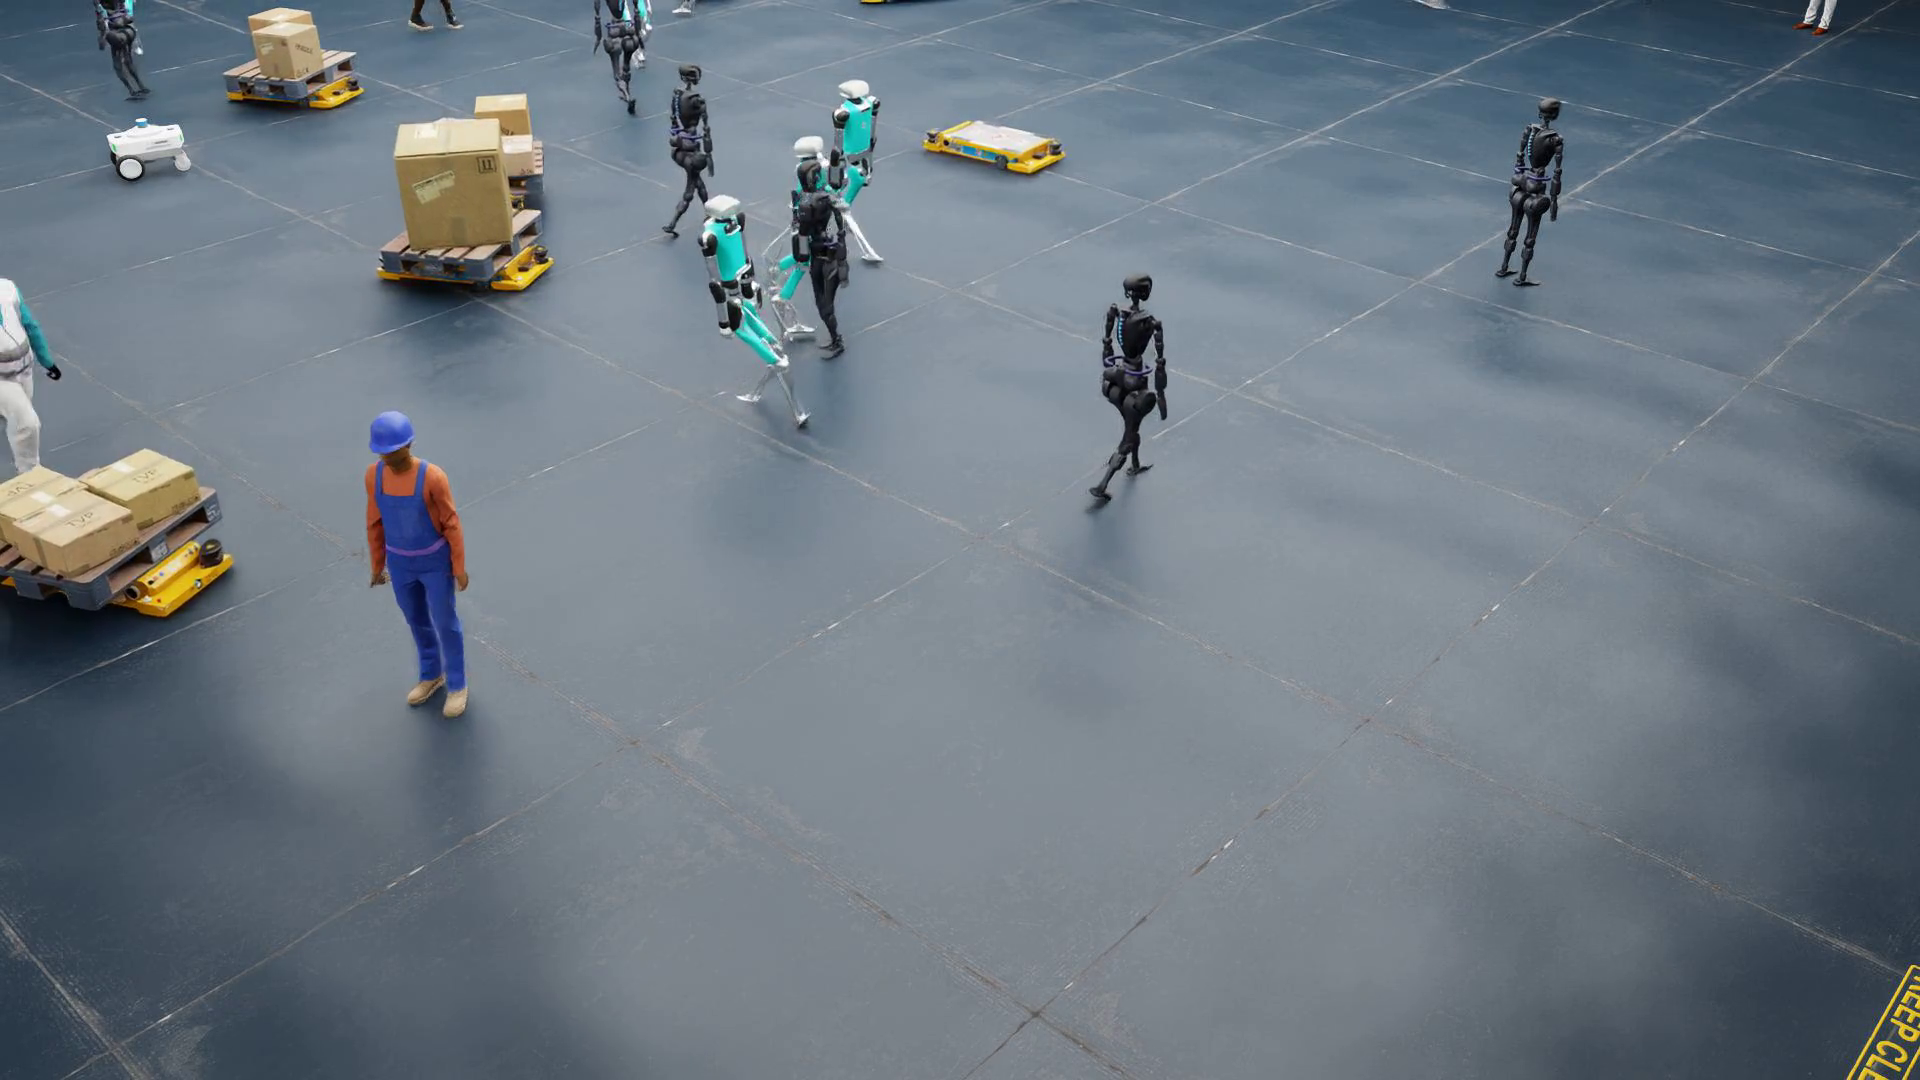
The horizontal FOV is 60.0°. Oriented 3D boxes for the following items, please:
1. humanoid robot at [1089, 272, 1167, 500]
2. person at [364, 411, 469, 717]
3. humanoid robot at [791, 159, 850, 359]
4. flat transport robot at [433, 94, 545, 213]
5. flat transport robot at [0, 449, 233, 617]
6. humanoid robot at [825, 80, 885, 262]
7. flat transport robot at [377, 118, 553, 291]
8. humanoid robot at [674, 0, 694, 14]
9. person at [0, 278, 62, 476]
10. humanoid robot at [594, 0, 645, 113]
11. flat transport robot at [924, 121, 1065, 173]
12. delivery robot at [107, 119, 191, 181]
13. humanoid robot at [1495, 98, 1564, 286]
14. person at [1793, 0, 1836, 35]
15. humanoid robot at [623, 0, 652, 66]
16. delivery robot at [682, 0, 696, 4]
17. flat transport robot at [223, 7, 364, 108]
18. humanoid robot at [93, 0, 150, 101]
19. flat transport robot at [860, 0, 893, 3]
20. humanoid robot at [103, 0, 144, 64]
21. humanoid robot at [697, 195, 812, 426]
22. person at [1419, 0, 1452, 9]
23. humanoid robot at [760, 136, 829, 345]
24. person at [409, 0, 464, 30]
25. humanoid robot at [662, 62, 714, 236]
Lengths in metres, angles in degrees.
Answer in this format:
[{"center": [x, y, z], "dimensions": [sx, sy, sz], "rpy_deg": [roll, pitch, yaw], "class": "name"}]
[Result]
[{"center": [1.144, -1.090, 11.618], "dimensions": [0.752, 1.639, 0.603], "rpy_deg": [-25, 40, -34], "class": "humanoid robot"}, {"center": [-3.068, 0.133, 9.389], "dimensions": [0.557, 1.906, 0.412], "rpy_deg": [4, 32, 6], "class": "person"}, {"center": [-1.107, -2.304, 13.533], "dimensions": [0.601, 1.637, 0.362], "rpy_deg": [22, 38, 31], "class": "humanoid robot"}, {"center": [-4.817, -3.561, 16.888], "dimensions": [0.659, 0.231, 1.431], "rpy_deg": [-6, 32, -10], "class": "flat transport robot"}, {"center": [-5.598, 0.149, 10.914], "dimensions": [1.431, 0.231, 0.659], "rpy_deg": [10, 33, 15], "class": "flat transport robot"}, {"center": [-1.114, -3.363, 15.166], "dimensions": [0.895, 1.739, 0.551], "rpy_deg": [24, 39, 33], "class": "humanoid robot"}, {"center": [-4.533, -2.553, 15.266], "dimensions": [1.431, 0.231, 0.659], "rpy_deg": [7, 32, 11], "class": "flat transport robot"}, {"center": [-3.768, -8.011, 22.700], "dimensions": [0.729, 1.835, 0.530], "rpy_deg": [8, 33, 12], "class": "humanoid robot"}, {"center": [-6.577, -1.143, 11.528], "dimensions": [0.548, 1.816, 0.621], "rpy_deg": [5, 32, 7], "class": "person"}, {"center": [-3.908, -5.810, 19.206], "dimensions": [0.600, 1.638, 0.690], "rpy_deg": [-18, 36, -26], "class": "humanoid robot"}, {"center": [0.366, -4.278, 18.043], "dimensions": [1.431, 0.231, 0.659], "rpy_deg": [21, 38, 30], "class": "flat transport robot"}, {"center": [-8.586, -4.138, 17.544], "dimensions": [0.774, 0.592, 0.499], "rpy_deg": [-17, 36, -25], "class": "delivery robot"}, {"center": [5.106, -3.118, 14.828], "dimensions": [0.315, 1.655, 0.599], "rpy_deg": [-11, 34, -18], "class": "humanoid robot"}, {"center": [11.484, -7.622, 21.950], "dimensions": [0.362, 1.830, 0.513], "rpy_deg": [-13, 34, -19], "class": "person"}, {"center": [-4.101, -6.742, 20.730], "dimensions": [0.552, 1.905, 0.739], "rpy_deg": [-11, 34, -17], "class": "humanoid robot"}, {"center": [-3.718, -7.991, 23.755], "dimensions": [0.784, 0.599, 0.499], "rpy_deg": [-11, 33, -17], "class": "delivery robot"}, {"center": [-7.922, -5.369, 19.800], "dimensions": [1.431, 0.231, 0.659], "rpy_deg": [9, 33, 14], "class": "flat transport robot"}, {"center": [-9.885, -6.005, 19.486], "dimensions": [0.324, 1.650, 0.588], "rpy_deg": [4, 32, 6], "class": "humanoid robot"}, {"center": [-0.788, -7.937, 23.935], "dimensions": [1.431, 0.231, 0.659], "rpy_deg": [-8, 33, -12], "class": "flat transport robot"}, {"center": [-10.540, -6.832, 20.782], "dimensions": [0.557, 1.787, 0.884], "rpy_deg": [-10, 33, -16], "class": "humanoid robot"}, {"center": [-1.439, -1.671, 12.523], "dimensions": [0.918, 1.809, 0.576], "rpy_deg": [12, 34, 19], "class": "humanoid robot"}, {"center": [6.781, -8.309, 23.094], "dimensions": [0.564, 1.780, 0.782], "rpy_deg": [-24, 39, -33], "class": "person"}, {"center": [-1.415, -2.392, 13.716], "dimensions": [0.731, 1.894, 0.530], "rpy_deg": [3, 32, 5], "class": "humanoid robot"}, {"center": [-7.107, -7.715, 22.014], "dimensions": [0.620, 1.922, 0.674], "rpy_deg": [14, 34, 21], "class": "person"}, {"center": [-2.609, -3.744, 15.906], "dimensions": [0.795, 1.625, 0.601], "rpy_deg": [-28, 41, -37], "class": "humanoid robot"}]
